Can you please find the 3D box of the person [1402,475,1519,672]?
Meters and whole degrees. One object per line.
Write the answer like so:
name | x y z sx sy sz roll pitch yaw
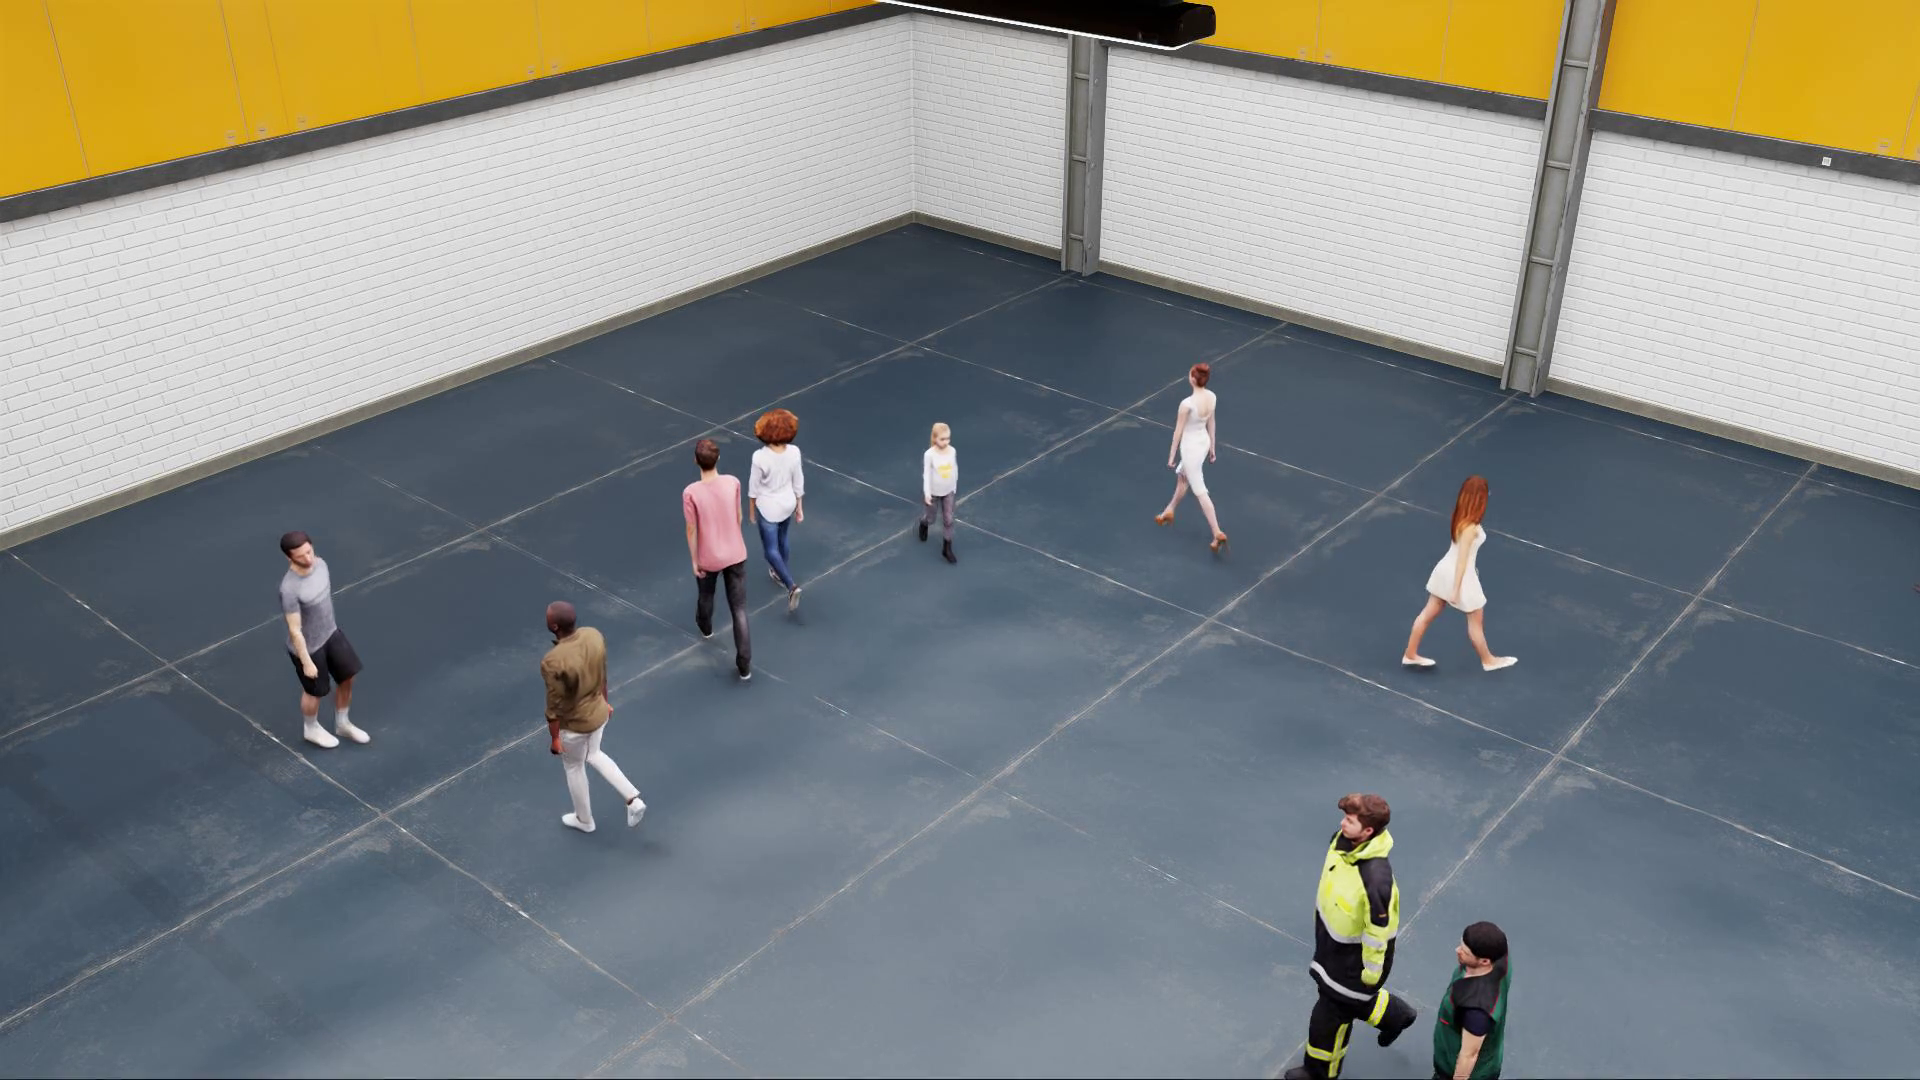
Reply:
person | 3.746 0.290 12.862 1.148 1.667 0.987 1 29 2

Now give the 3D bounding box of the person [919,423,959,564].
person | -0.204 -0.451 14.637 0.697 1.267 0.853 -12 31 -20

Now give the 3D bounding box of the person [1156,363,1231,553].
person | 2.115 -0.682 14.561 0.732 1.745 1.144 -21 35 -33

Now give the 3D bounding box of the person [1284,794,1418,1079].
person | 2.225 2.194 9.068 1.177 1.957 1.139 -5 29 -9

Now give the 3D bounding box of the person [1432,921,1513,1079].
person | 2.628 2.638 8.334 0.977 1.880 0.823 14 32 24

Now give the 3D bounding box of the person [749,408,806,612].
person | -1.493 -0.237 13.818 0.815 1.677 1.117 -17 33 -28

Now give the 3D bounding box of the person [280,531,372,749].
person | -4.686 0.701 11.925 0.868 1.842 0.791 6 29 11

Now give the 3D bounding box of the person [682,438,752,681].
person | -1.814 0.189 12.795 1.034 1.908 1.303 -11 30 -19

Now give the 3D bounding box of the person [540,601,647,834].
person | -2.451 1.216 11.013 0.965 1.811 0.836 14 32 25
